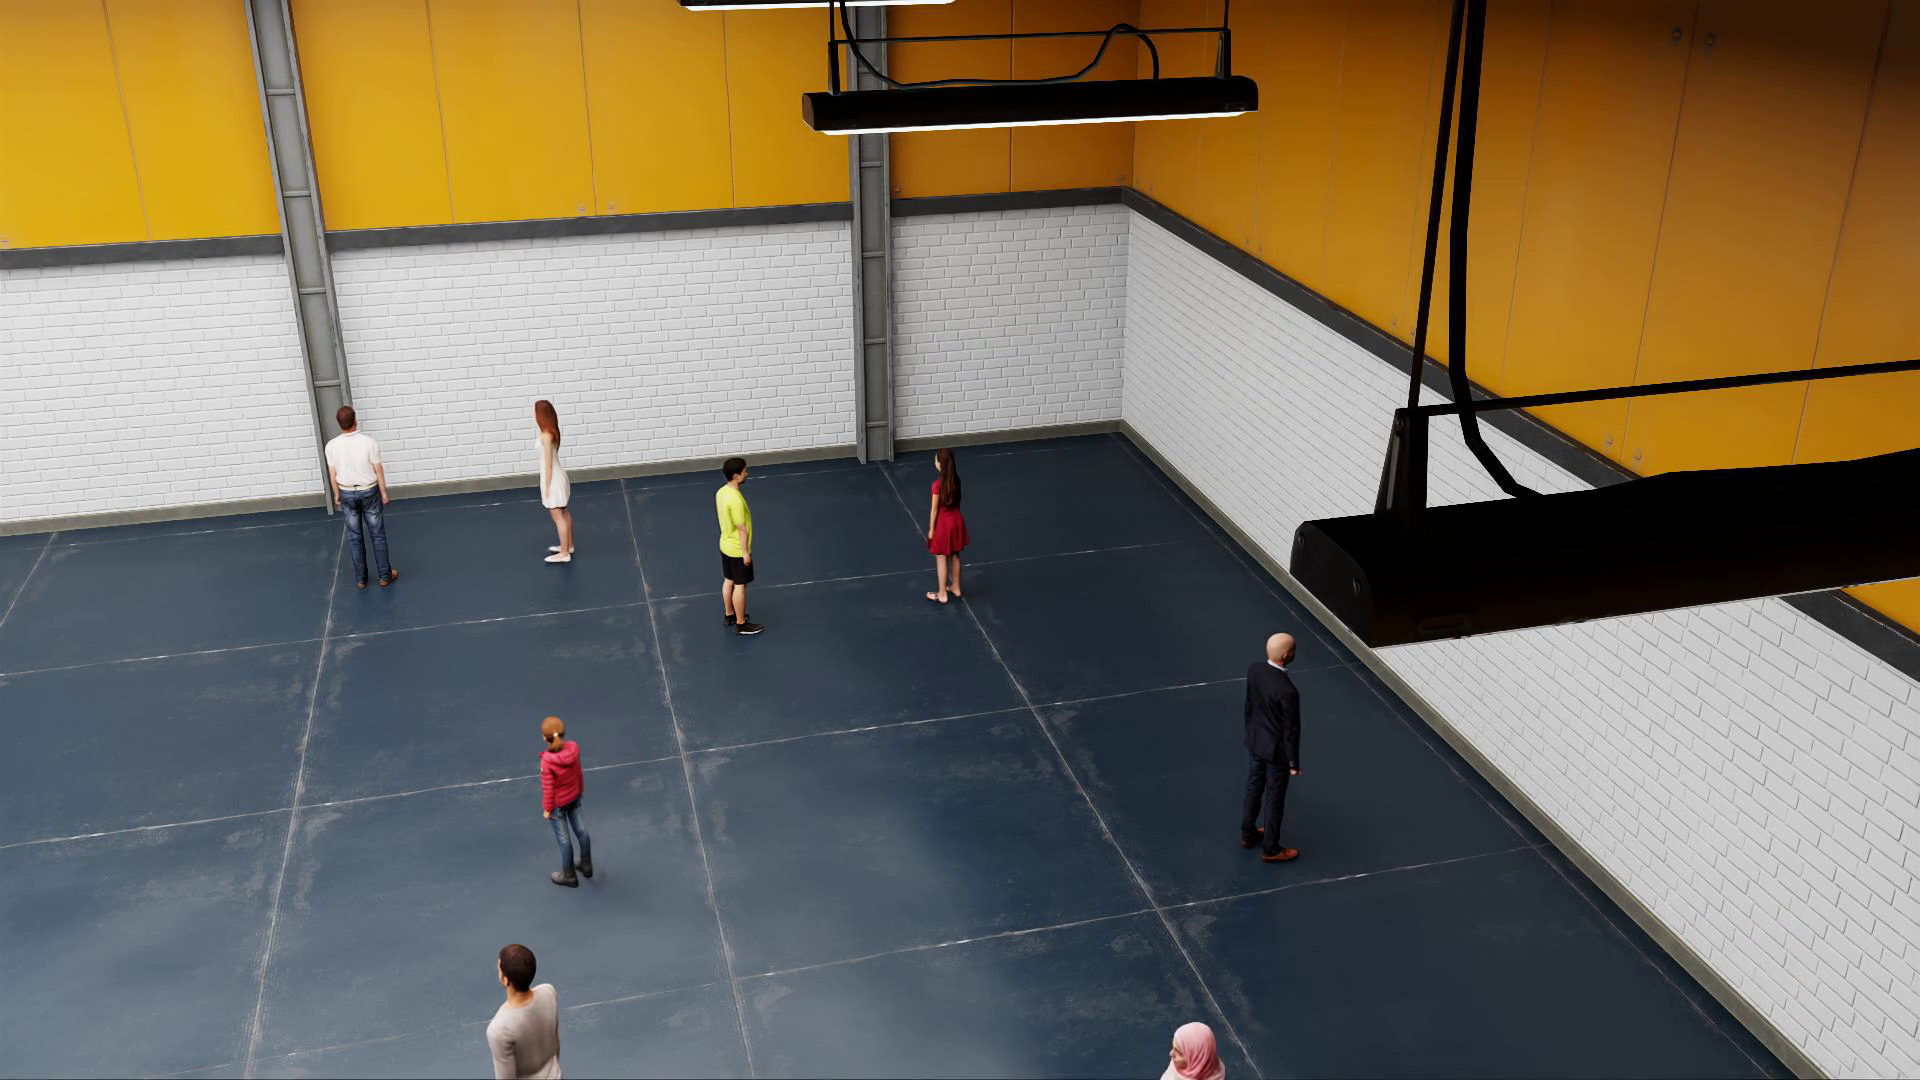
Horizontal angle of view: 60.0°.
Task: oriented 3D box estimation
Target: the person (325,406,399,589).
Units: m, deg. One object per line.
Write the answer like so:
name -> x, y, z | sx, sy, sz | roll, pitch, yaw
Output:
person -> -5.898, -0.427, 16.330 | 0.533, 1.856, 0.744 | -4, 24, -8

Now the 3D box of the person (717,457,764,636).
person -> -2.086, 0.042, 15.443 | 0.609, 1.708, 0.678 | -13, 27, -28

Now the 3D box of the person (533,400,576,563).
person -> -4.129, -0.614, 16.940 | 0.566, 1.711, 0.598 | -2, 24, -5

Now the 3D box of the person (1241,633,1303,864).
person -> 2.249, 1.484, 12.028 | 0.679, 1.800, 0.749 | -13, 27, -27

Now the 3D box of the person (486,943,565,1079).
person -> -2.234, 2.902, 8.700 | 0.786, 1.867, 0.747 | 11, 26, 23

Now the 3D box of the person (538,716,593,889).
person -> -2.801, 1.847, 11.804 | 0.650, 1.315, 0.576 | 16, 28, 32

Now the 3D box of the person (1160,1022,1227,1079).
person -> 1.228, 3.145, 8.285 | 1.123, 1.756, 0.687 | -5, 24, -11

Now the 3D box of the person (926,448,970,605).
person -> -0.125, -0.151, 16.079 | 0.733, 1.551, 0.672 | 20, 30, 38
